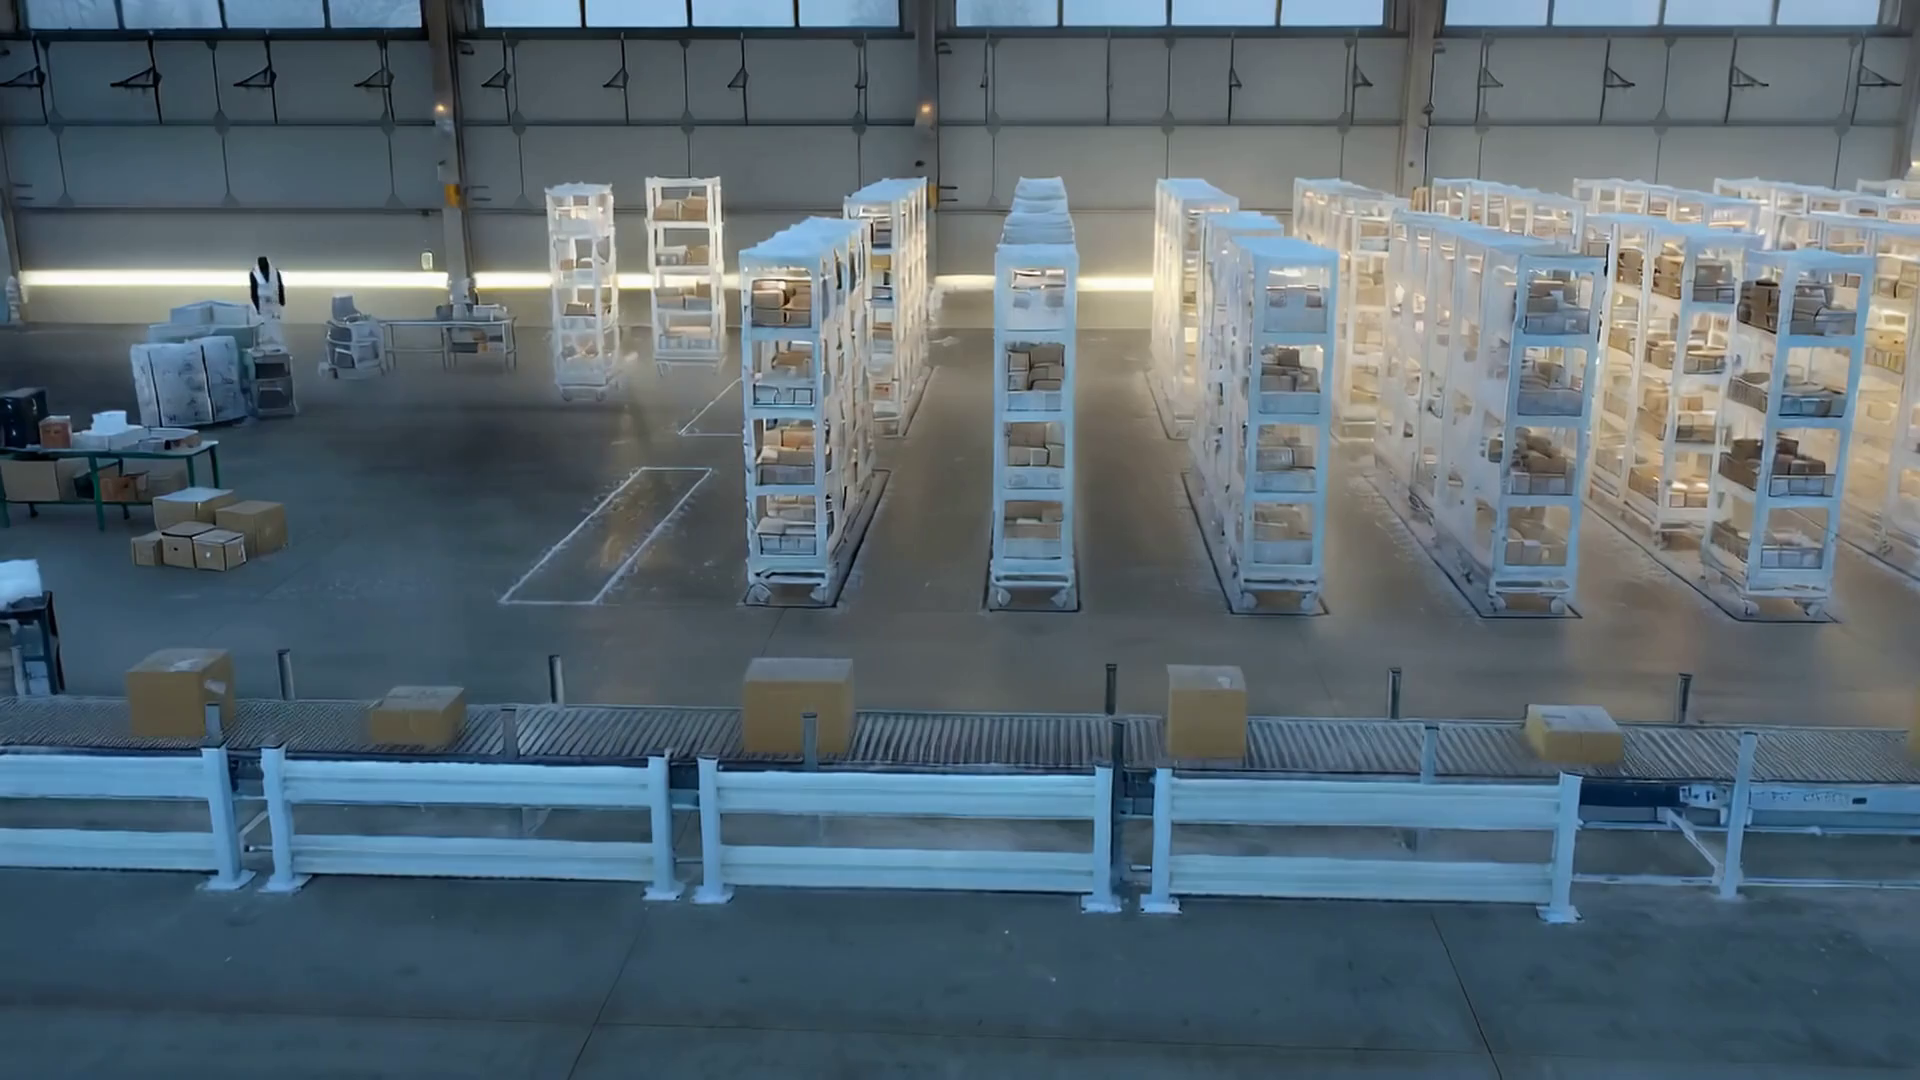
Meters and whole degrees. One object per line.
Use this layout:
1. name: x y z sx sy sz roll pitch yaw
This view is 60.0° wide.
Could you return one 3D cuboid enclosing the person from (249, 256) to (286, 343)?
1. person: -14.388 -4.980 34.563 0.642 1.830 0.429 -13 20 -40
